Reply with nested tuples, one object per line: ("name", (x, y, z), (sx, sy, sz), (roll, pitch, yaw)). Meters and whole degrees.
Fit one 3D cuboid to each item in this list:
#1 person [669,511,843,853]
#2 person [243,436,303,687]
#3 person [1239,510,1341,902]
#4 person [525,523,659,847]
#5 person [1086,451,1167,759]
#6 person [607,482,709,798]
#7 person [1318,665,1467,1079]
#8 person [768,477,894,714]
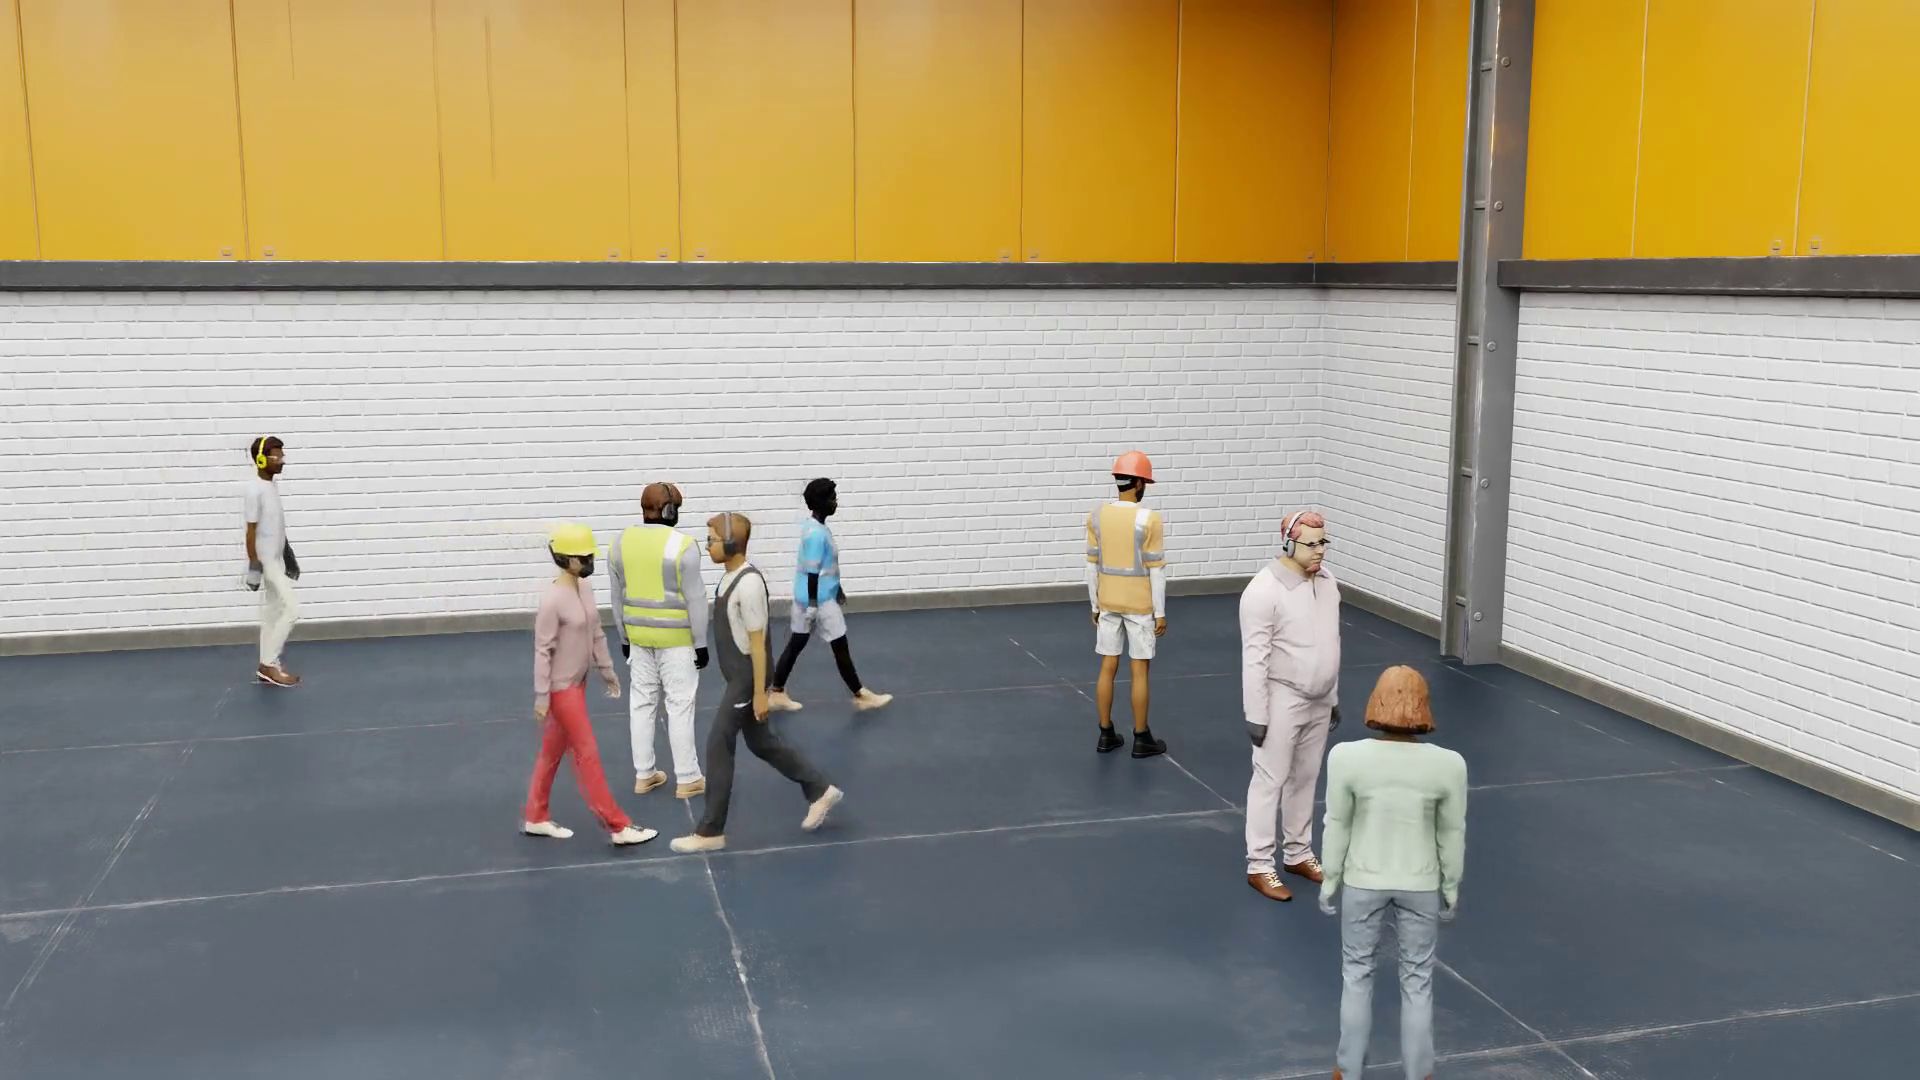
("person", (-1.070, 0.732, 8.802), (0.912, 1.814, 0.507), (-3, 9, -16))
("person", (-5.019, 0.159, 12.224), (0.464, 1.856, 0.525), (-2, 9, -11))
("person", (1.641, 0.794, 8.112), (0.639, 1.900, 0.404), (-8, 12, -41))
("person", (-1.952, 0.769, 8.782), (0.881, 1.726, 0.536), (1, 9, 7))
("person", (1.062, 0.404, 10.455), (0.543, 1.928, 0.374), (6, 11, 34))
("person", (-1.714, 0.579, 9.651), (0.621, 1.837, 0.429), (4, 10, 24))
("person", (1.565, 1.260, 6.048), (0.512, 1.628, 0.277), (1, 9, 9))
("person", (-0.932, 0.387, 11.410), (0.875, 1.644, 0.533), (-2, 9, -10))
